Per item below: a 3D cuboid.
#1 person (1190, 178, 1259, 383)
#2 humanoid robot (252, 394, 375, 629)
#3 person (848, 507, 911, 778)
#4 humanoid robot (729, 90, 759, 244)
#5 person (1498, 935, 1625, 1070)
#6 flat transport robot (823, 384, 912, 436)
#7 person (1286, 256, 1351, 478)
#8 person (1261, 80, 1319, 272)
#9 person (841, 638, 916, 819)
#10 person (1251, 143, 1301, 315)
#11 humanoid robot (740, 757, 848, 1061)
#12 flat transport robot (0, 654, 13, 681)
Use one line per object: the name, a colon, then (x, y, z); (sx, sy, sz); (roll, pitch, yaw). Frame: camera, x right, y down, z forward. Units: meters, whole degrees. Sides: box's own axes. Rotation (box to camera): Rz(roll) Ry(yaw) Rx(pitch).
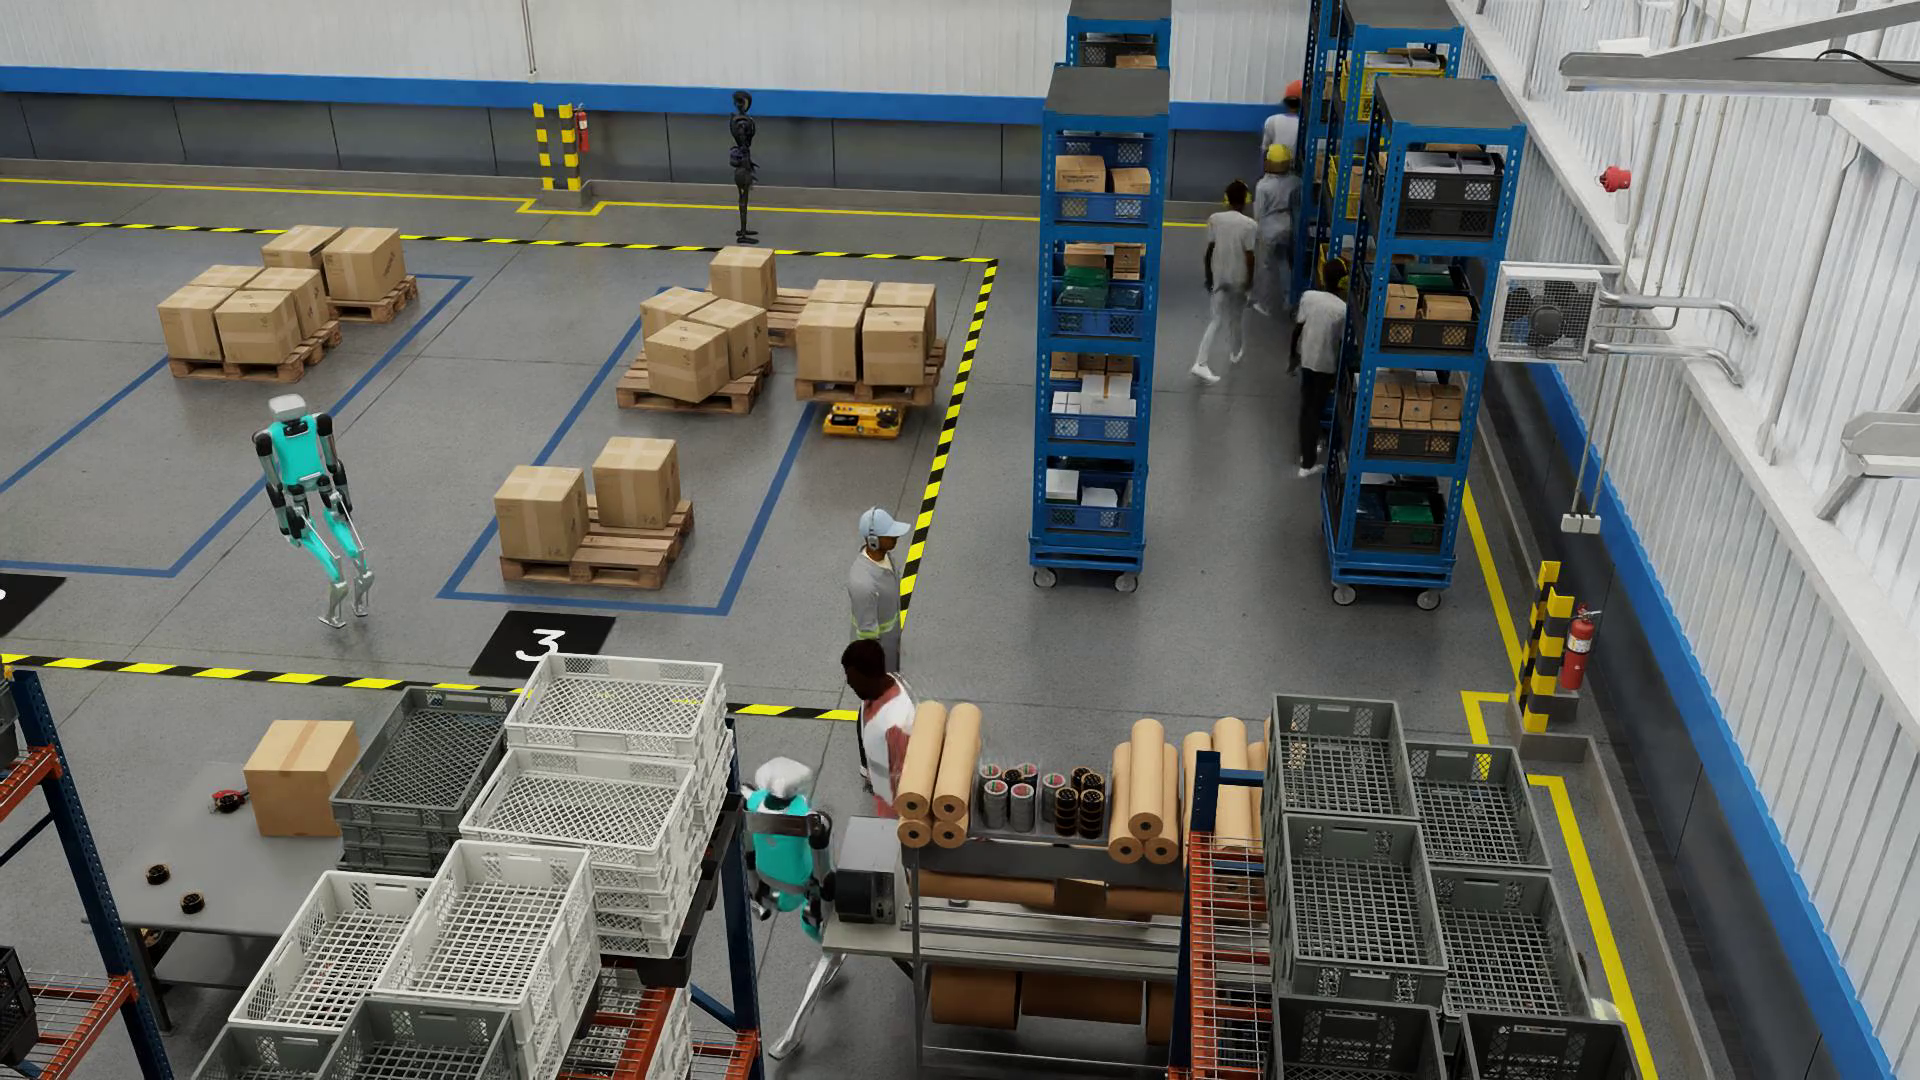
person: (2.455, -2.366, 15.215); (0.562, 1.809, 0.900); (16, 34, 25)
humanoid robot: (-4.313, -0.137, 11.316); (0.533, 1.677, 0.735); (-25, 39, -36)
person: (-0.472, 0.626, 10.024); (0.375, 1.852, 0.588); (4, 30, 7)
humanoid robot: (-2.377, -4.135, 18.364); (0.315, 1.653, 0.599); (-2, 30, -4)
person: (2.398, 2.406, 6.991); (0.639, 1.823, 0.519); (-5, 31, -8)
flat transport robot: (-0.783, -1.346, 14.958); (0.652, 0.197, 1.431); (3, 30, 6)
person: (2.932, -1.424, 13.548); (0.403, 1.866, 0.525); (-25, 39, -36)
person: (3.475, -3.857, 17.589); (0.627, 1.987, 1.030); (15, 33, 24)
person: (-0.351, 1.334, 8.770); (0.491, 1.883, 0.636); (-6, 31, -11)
person: (3.118, -3.063, 16.482); (0.498, 1.727, 0.443); (-11, 32, -19)
humanoid robot: (-0.724, 1.703, 8.315); (0.534, 1.753, 1.013); (15, 33, 24)
flat transport robot: (-7.142, 0.969, 11.010); (1.431, 0.231, 0.659); (3, 30, 6)
